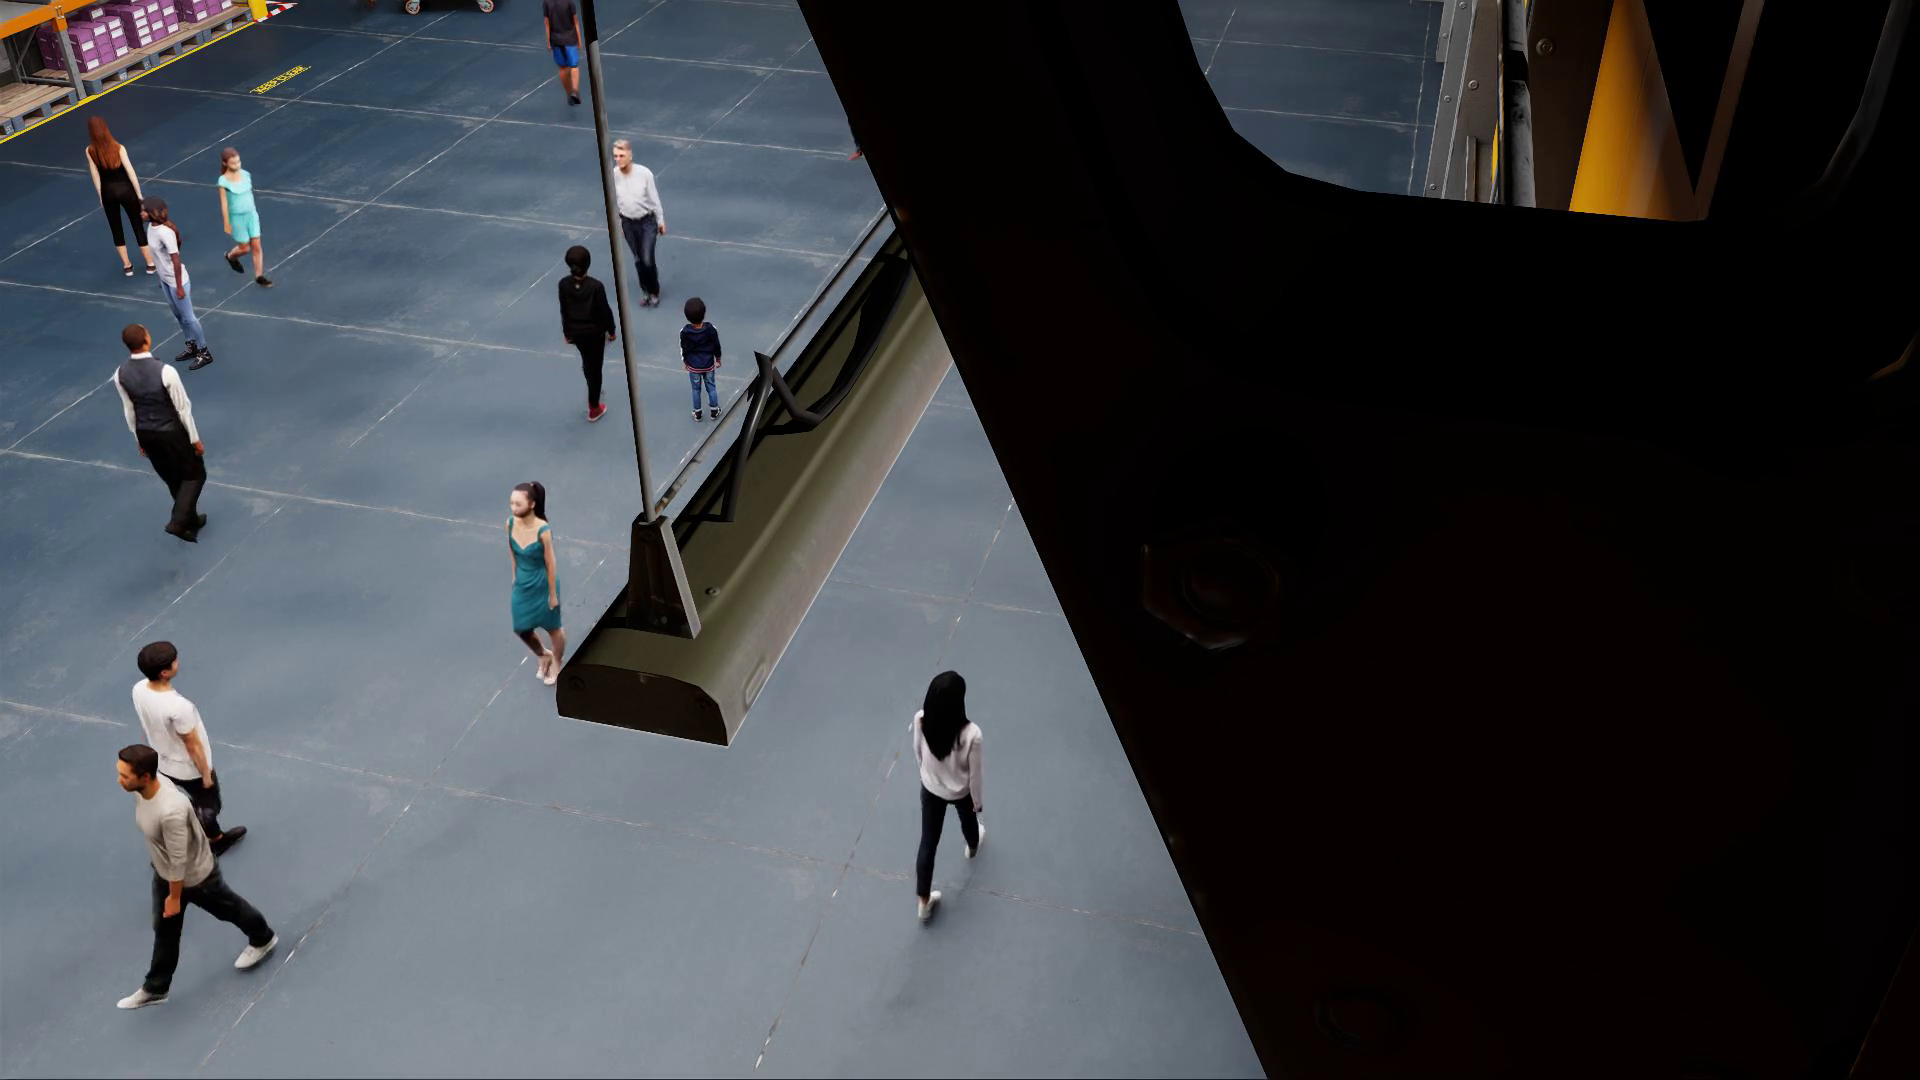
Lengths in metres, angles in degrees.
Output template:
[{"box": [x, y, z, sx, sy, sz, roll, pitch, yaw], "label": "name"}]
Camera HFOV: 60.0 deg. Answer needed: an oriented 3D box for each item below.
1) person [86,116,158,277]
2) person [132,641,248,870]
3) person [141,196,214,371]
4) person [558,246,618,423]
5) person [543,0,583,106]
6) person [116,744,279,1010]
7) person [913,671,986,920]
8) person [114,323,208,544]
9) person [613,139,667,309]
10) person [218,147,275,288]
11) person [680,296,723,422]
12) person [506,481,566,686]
[{"box": [-8.966, -3.663, 17.703, 0.652, 1.725, 0.657, -7, 34, -10], "label": "person"}, {"box": [-4.800, 1.378, 10.139, 0.807, 1.701, 0.999, 18, 38, 25], "label": "person"}, {"box": [-7.517, -2.474, 15.919, 0.683, 1.719, 0.665, -28, 43, -35], "label": "person"}, {"box": [-3.390, -1.835, 15.009, 0.639, 1.661, 0.738, 5, 34, 8], "label": "person"}, {"box": [-5.273, -6.617, 22.094, 0.815, 1.783, 0.990, -5, 34, -8], "label": "person"}, {"box": [-4.280, 1.822, 9.413, 0.938, 1.767, 1.237, 23, 40, 30], "label": "person"}, {"box": [-0.116, 1.538, 9.941, 0.710, 1.655, 1.107, 13, 36, 18], "label": "person"}, {"box": [-6.340, -0.776, 13.201, 0.778, 1.899, 0.947, 3, 34, 4], "label": "person"}, {"box": [-3.262, -3.288, 17.069, 0.691, 1.801, 0.657, 4, 34, 6], "label": "person"}, {"box": [-7.595, -3.408, 17.492, 0.764, 1.533, 0.845, 19, 38, 26], "label": "person"}, {"box": [-2.360, -1.649, 15.127, 0.588, 1.222, 0.604, -5, 34, -8], "label": "person"}, {"box": [-2.948, 0.295, 11.791, 0.609, 1.677, 0.605, 14, 36, 20], "label": "person"}]
